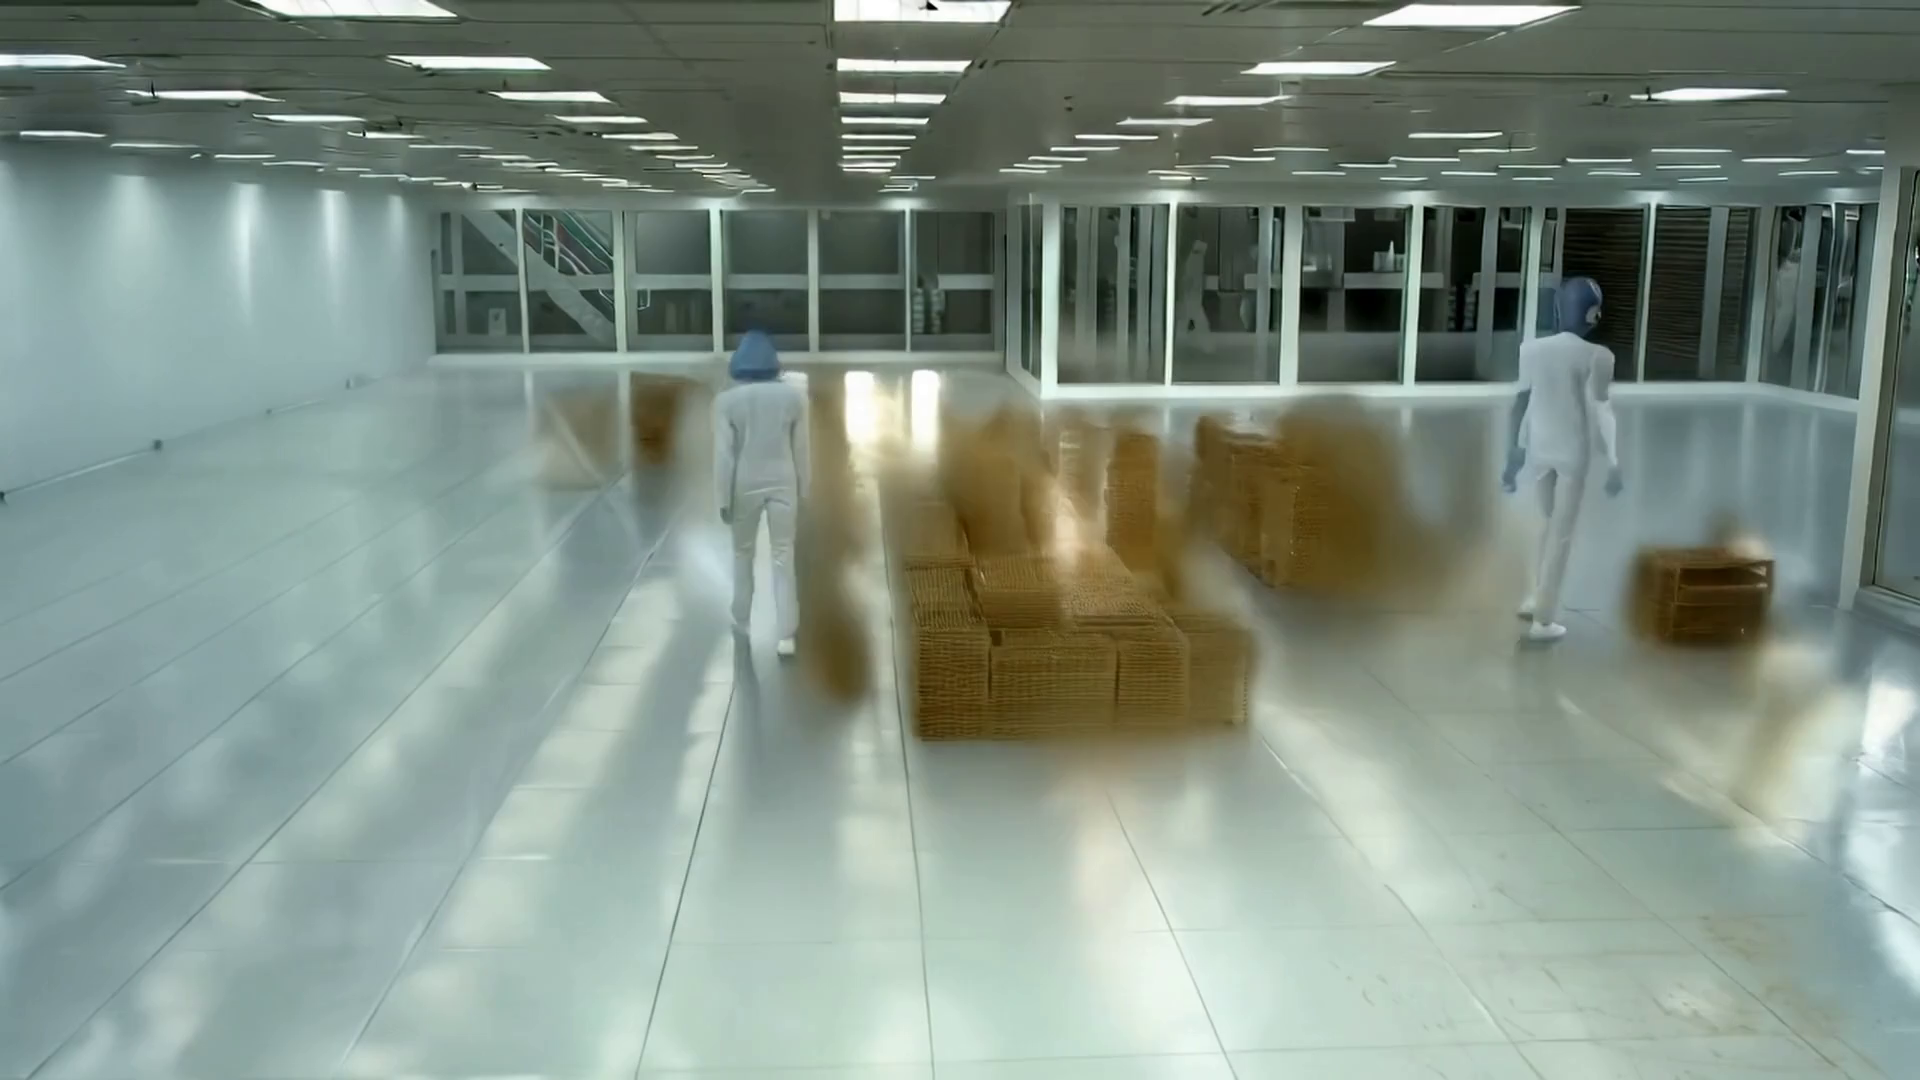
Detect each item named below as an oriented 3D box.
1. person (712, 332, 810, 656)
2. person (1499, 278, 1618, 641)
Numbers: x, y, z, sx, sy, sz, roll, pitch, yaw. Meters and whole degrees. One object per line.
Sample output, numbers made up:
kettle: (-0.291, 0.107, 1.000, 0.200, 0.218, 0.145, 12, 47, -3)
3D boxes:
person: (-0.983, -0.240, 8.335, 0.505, 1.591, 0.847, -3, 11, -16)
person: (3.089, -0.406, 8.521, 0.504, 1.849, 0.566, -9, 14, -41)
